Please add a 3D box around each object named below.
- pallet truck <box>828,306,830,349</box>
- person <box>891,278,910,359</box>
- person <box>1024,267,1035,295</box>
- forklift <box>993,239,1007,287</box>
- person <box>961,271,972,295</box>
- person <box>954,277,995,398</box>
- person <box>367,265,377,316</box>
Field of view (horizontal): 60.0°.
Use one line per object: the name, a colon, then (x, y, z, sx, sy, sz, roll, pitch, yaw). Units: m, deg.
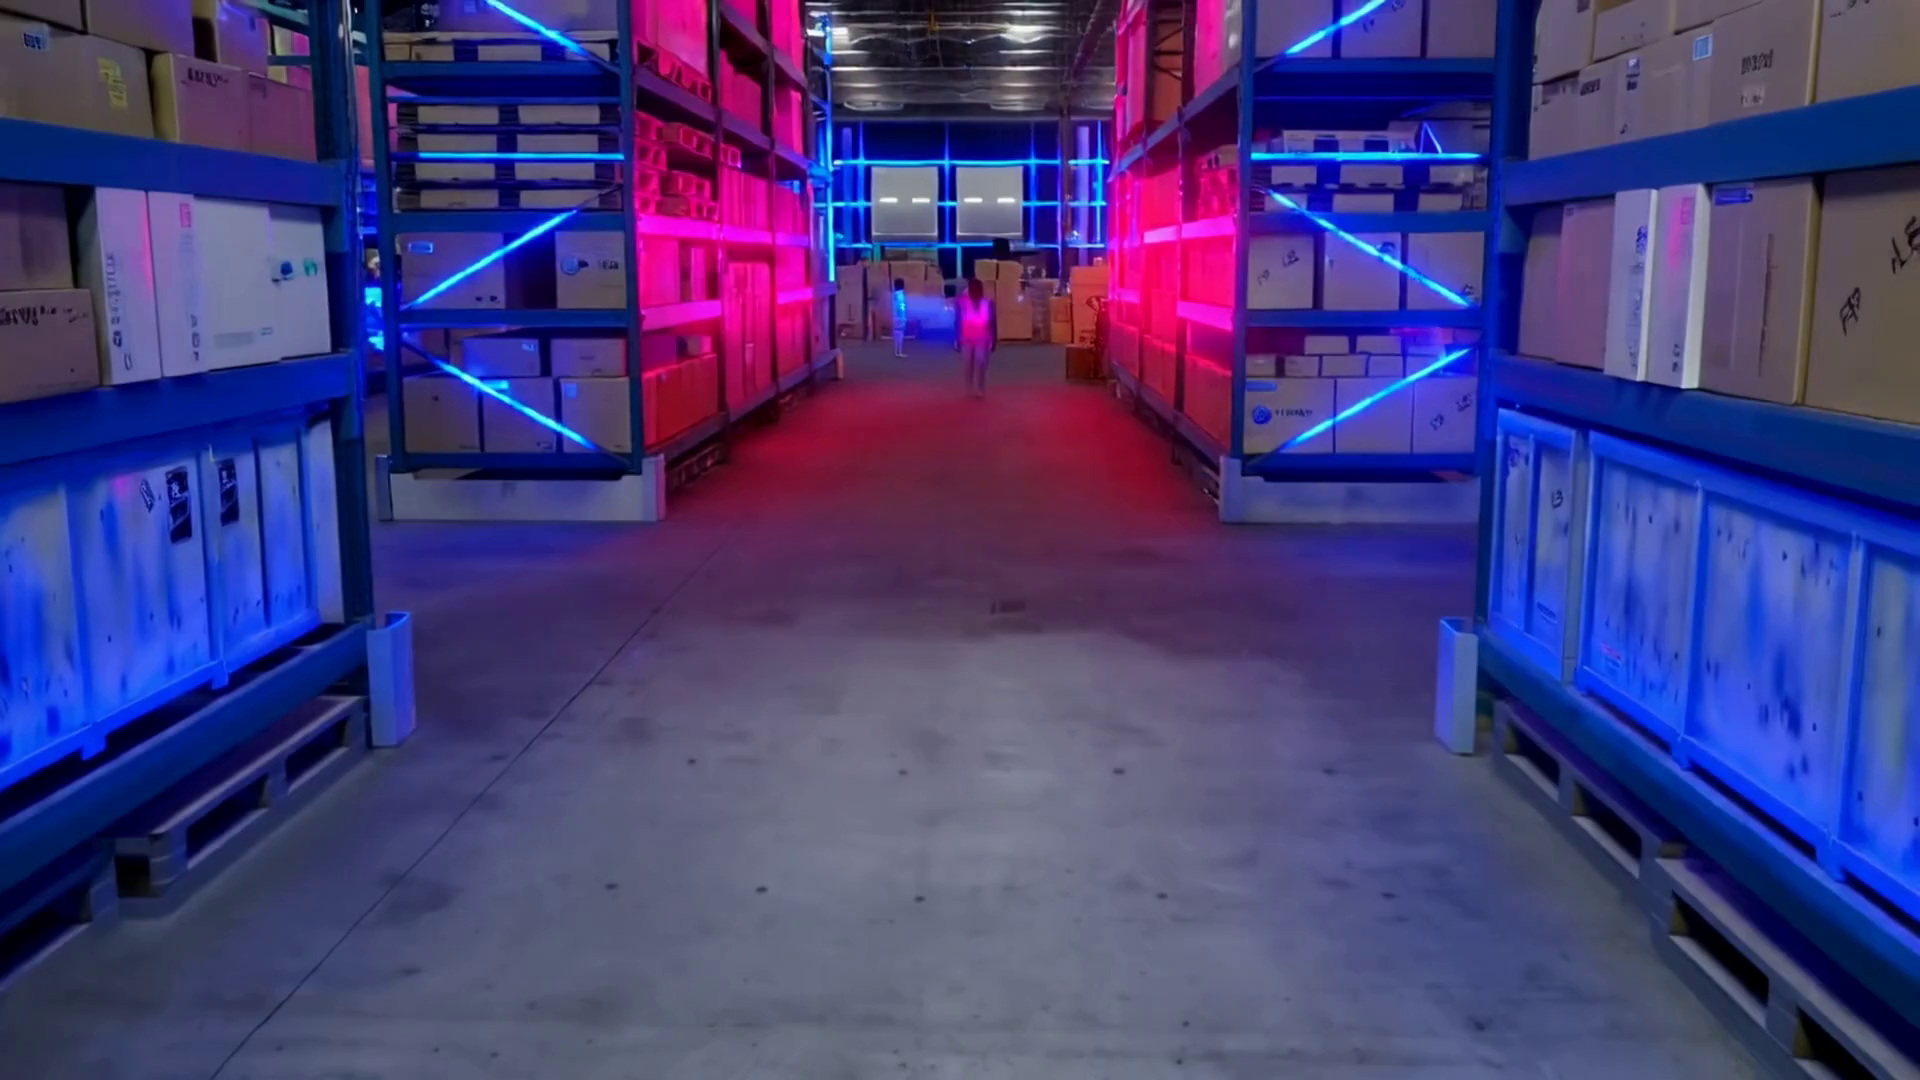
pallet truck: (-3.100, -3.940, 29.800, 1.885, 1.965, 0.823, 3, 10, 19)
person: (-1.266, -4.665, 35.043, 0.318, 1.697, 0.535, -5, 11, -29)
person: (2.416, -8.916, 60.008, 0.913, 1.863, 0.620, 2, 10, 13)
forklift: (1.389, -8.923, 57.013, 1.873, 2.768, 1.129, -1, 9, -3)
person: (0.306, -8.854, 60.138, 0.535, 1.697, 0.318, -1, 10, -5)
person: (0.217, -3.068, 25.133, 0.633, 1.818, 0.795, 0, 9, -2)
person: (-22.164, -9.403, 62.743, 0.376, 1.922, 0.594, -6, 11, -33)
